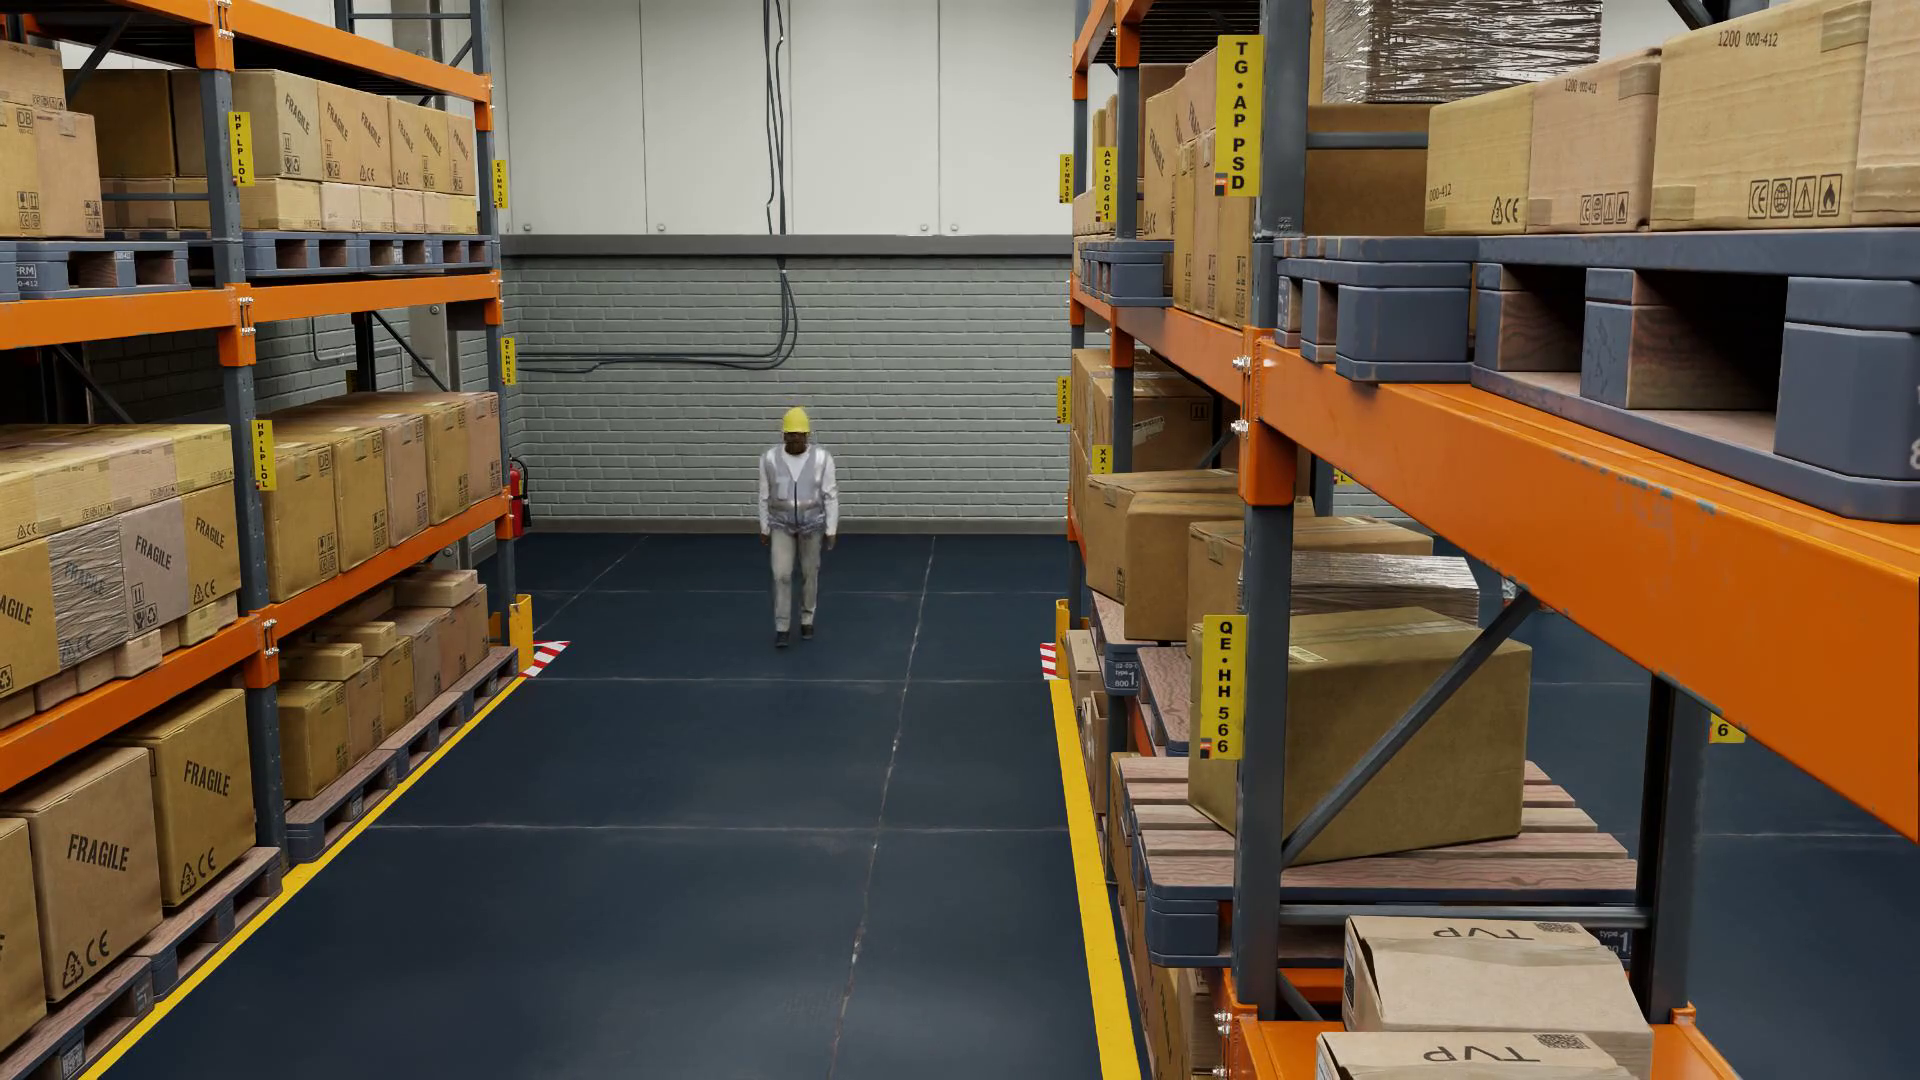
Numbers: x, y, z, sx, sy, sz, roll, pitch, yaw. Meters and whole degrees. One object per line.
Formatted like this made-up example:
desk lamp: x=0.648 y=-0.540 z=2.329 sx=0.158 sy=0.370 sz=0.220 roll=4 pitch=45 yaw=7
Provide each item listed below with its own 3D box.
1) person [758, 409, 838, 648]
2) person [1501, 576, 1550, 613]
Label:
person: x=-1.227 y=-0.084 z=12.578 sx=0.603 sy=1.798 sz=0.802 roll=-1 pitch=10 yaw=-5
person: x=4.730 y=-0.341 z=13.685 sx=0.668 sy=1.923 sz=0.435 roll=-1 pitch=10 yaw=-4
